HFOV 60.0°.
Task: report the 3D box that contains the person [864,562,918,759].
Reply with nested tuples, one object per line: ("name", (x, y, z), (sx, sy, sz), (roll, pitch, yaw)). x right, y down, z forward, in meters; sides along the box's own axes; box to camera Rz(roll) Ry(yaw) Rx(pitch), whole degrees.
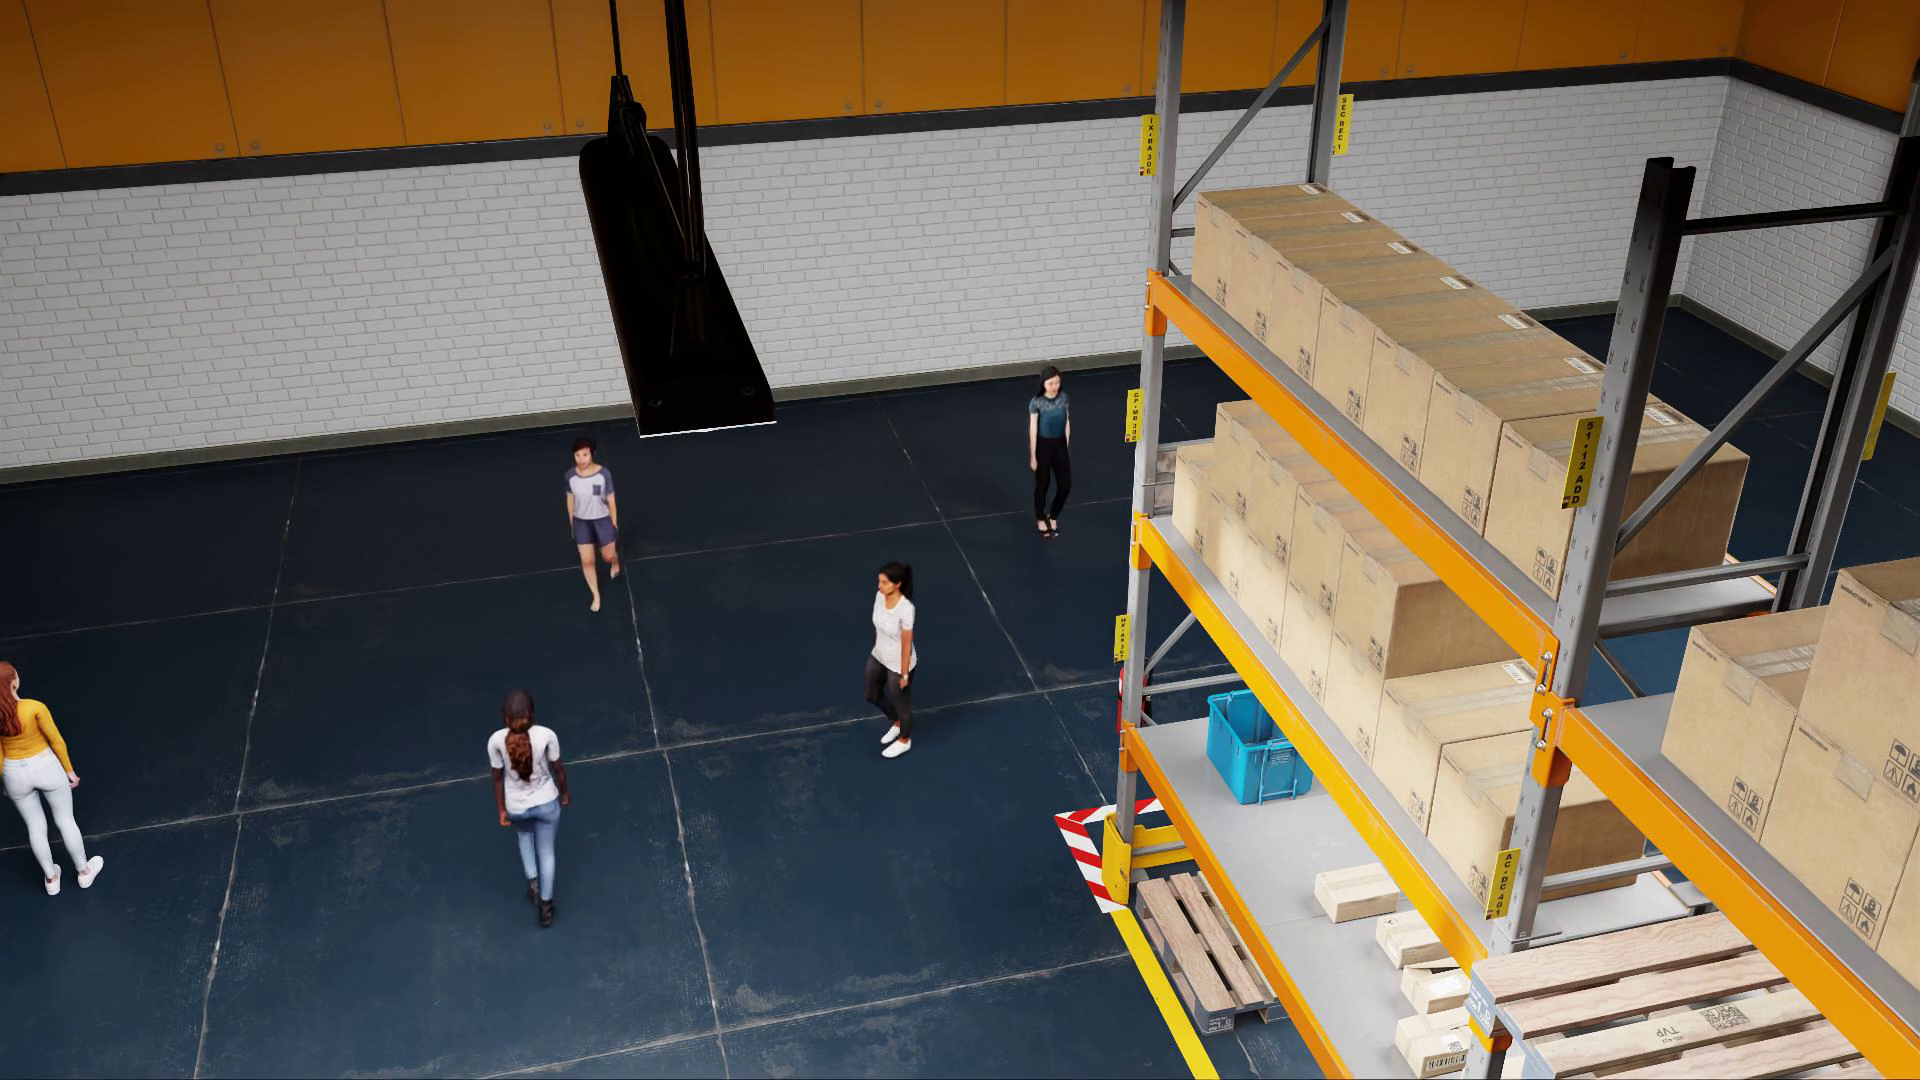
("person", (-0.416, 0.851, 12.151), (0.739, 1.635, 0.641), (-20, 35, -32))

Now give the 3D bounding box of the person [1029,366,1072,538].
("person", (0.773, -0.816, 15.115), (0.636, 1.723, 0.678), (-12, 31, -21))

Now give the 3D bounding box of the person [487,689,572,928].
("person", (-2.696, 1.723, 10.477), (0.626, 1.706, 0.673), (-4, 29, -7))

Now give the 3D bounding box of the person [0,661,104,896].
("person", (-5.993, 1.536, 10.773), (0.592, 1.750, 0.532), (-8, 30, -14))

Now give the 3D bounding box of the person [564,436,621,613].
("person", (-3.112, -0.188, 14.148), (0.674, 1.546, 0.876), (-1, 29, -1))
